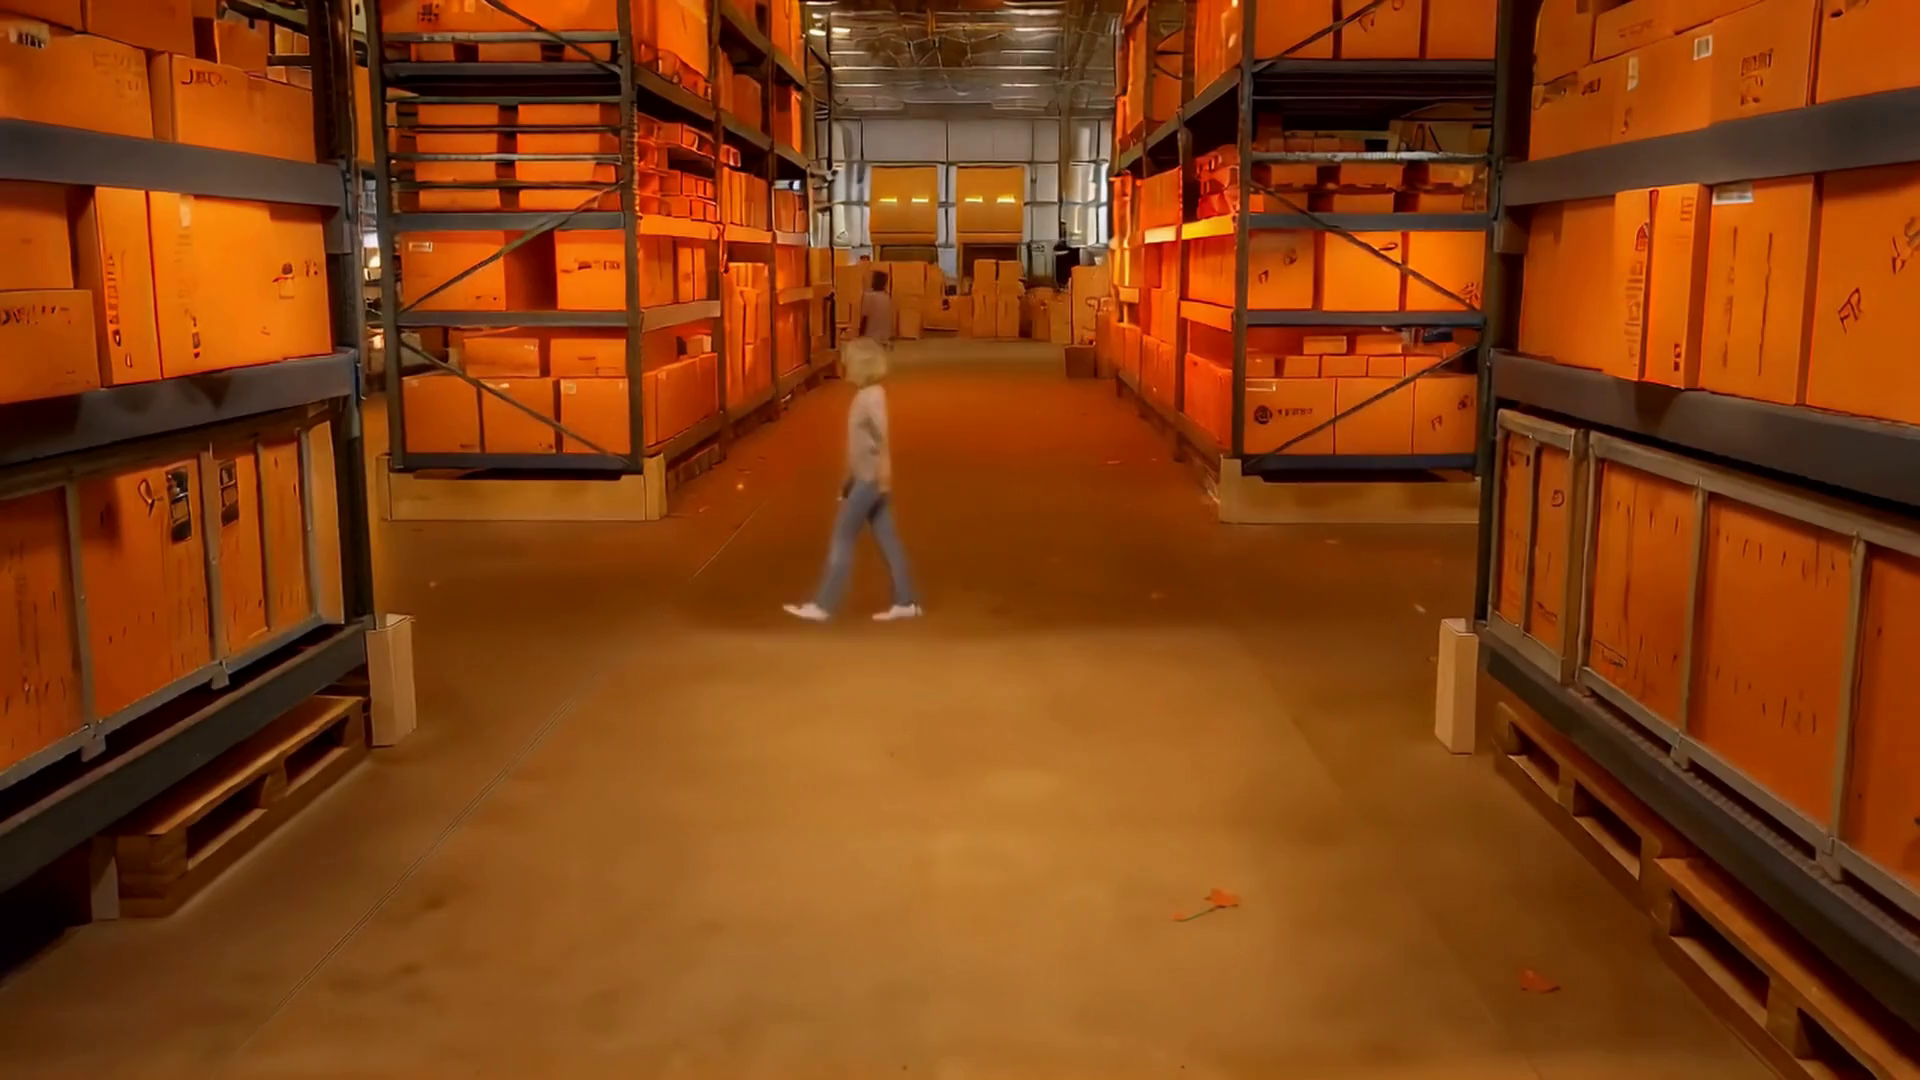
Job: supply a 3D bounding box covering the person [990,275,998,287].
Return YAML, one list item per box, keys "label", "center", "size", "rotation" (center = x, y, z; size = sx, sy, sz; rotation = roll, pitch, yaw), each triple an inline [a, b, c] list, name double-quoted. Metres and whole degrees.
- label: "person"
  center: [1.143, -8.395, 57.268]
  size: [0.363, 1.730, 0.570]
  rotation: [-6, 11, -32]

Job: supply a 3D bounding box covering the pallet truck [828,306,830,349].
- label: "pallet truck"
  center: [-3.100, -3.940, 29.800]
  size: [1.885, 1.965, 0.823]
  rotation: [3, 10, 19]

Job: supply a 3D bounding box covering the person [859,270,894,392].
- label: "person"
  center: [-1.193, -2.809, 23.287]
  size: [0.455, 1.912, 0.712]
  rotation: [9, 13, 42]

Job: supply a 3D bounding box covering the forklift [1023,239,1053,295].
- label: "forklift"
  center: [2.745, -9.048, 57.760]
  size: [1.129, 2.768, 1.873]
  rotation: [7, 12, 38]

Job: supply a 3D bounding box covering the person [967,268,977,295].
- label: "person"
  center: [0.495, -9.128, 61.472]
  size: [0.535, 1.792, 0.952]
  rotation: [-8, 13, -41]

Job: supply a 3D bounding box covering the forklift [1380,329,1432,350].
- label: "forklift"
  center: [9.889, -5.804, 38.331]
  size: [1.873, 2.768, 1.129]
  rotation: [5, 11, 26]

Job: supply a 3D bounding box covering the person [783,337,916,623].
- label: "person"
  center: [-0.617, -0.320, 9.273]
  size: [0.811, 1.596, 0.530]
  rotation: [-1, 10, -7]

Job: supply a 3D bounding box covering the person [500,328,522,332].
- label: "person"
  center: [-8.476, -4.167, 31.582]
  size: [0.976, 1.865, 0.657]
  rotation: [0, 9, 1]

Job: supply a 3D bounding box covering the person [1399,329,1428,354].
- label: "person"
  center: [8.360, -3.883, 30.655]
  size: [0.518, 1.600, 0.836]
  rotation: [2, 10, 10]
